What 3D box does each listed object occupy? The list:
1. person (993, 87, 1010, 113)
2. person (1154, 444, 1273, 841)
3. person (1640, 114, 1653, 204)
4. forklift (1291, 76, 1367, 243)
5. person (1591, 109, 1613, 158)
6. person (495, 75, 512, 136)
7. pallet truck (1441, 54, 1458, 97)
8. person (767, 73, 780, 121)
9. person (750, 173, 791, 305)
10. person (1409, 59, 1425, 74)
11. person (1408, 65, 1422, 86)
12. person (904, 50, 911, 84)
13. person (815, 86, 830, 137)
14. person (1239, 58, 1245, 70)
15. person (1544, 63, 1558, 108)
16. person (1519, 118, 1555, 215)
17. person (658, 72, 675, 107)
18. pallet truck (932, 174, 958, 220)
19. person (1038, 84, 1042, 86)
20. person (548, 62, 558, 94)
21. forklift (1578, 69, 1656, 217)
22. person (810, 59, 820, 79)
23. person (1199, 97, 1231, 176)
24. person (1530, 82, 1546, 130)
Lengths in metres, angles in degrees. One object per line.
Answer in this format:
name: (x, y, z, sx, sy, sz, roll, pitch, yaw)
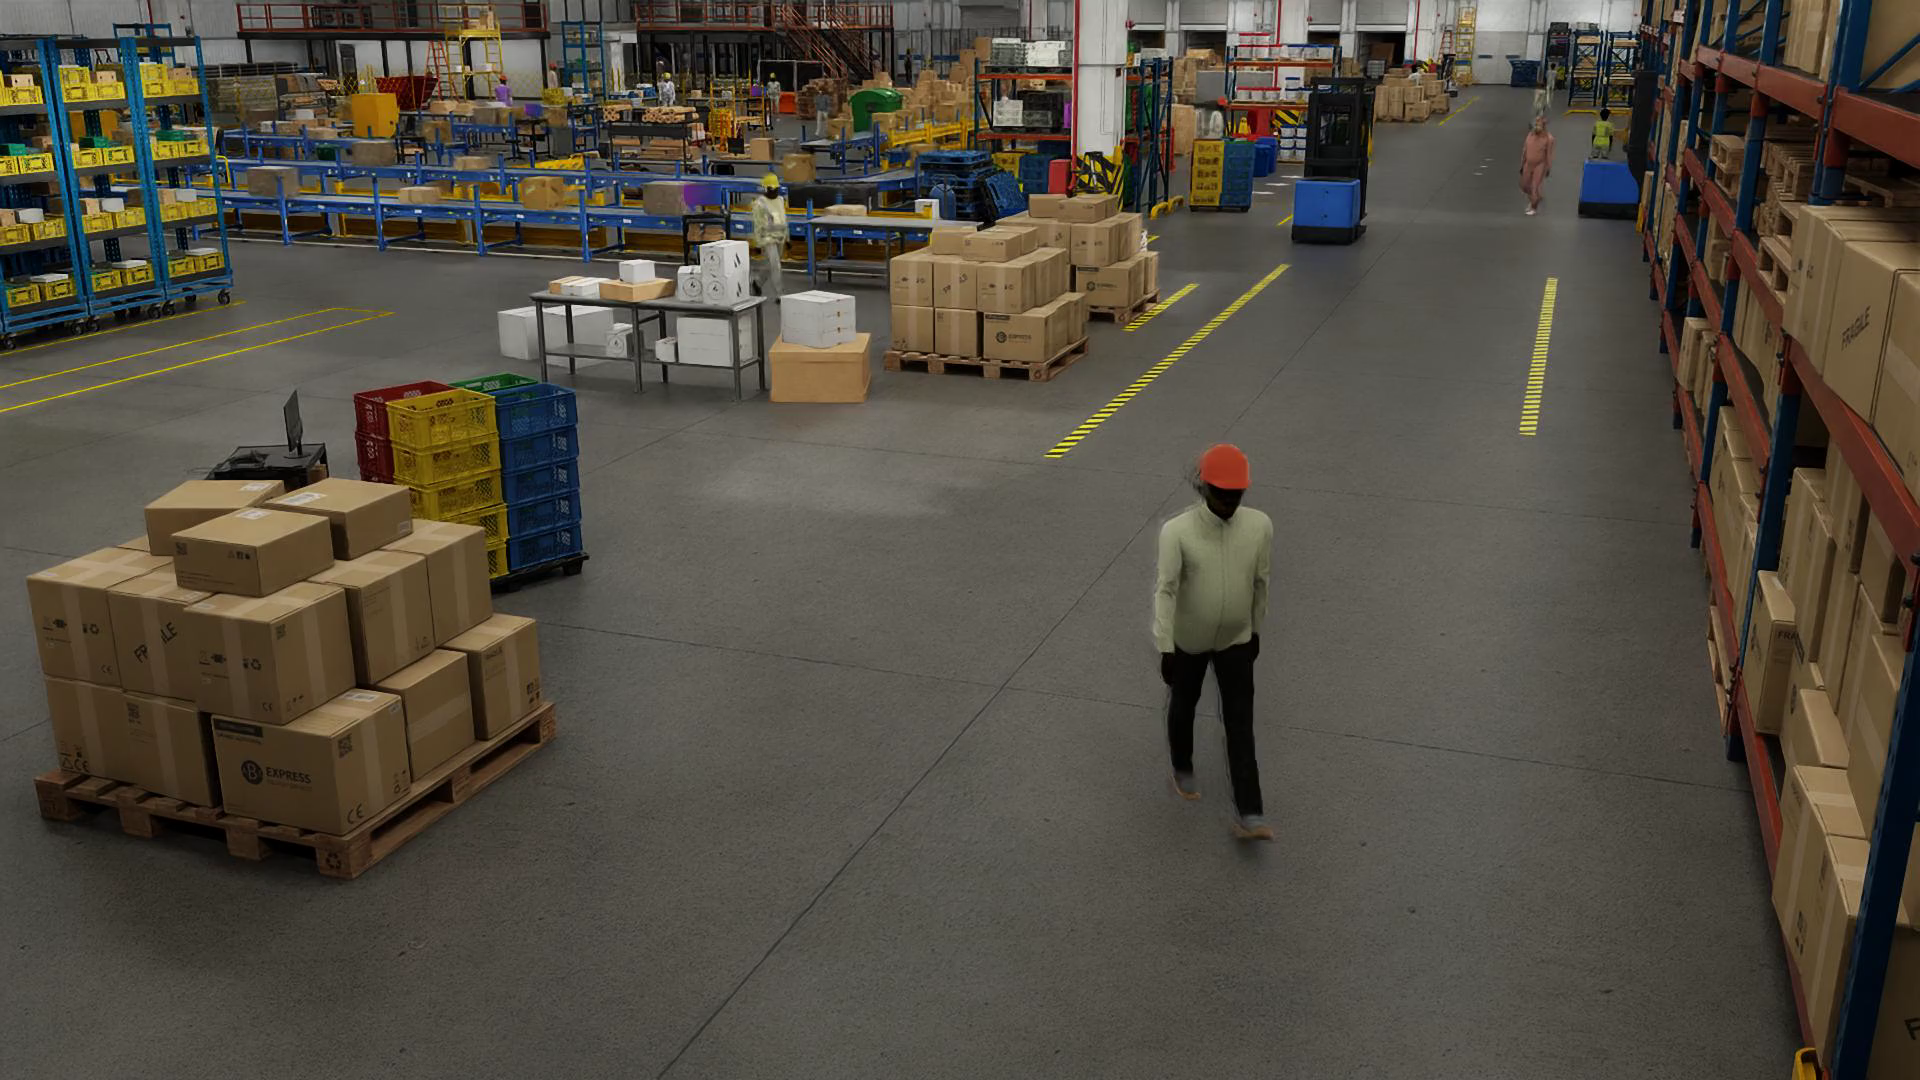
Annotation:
person: (1.264, -11.878, 47.125, 0.657, 1.861, 0.976, 9, 20, 26)
person: (1.257, 0.489, 8.139, 0.637, 1.934, 1.040, -3, 18, -11)
person: (14.259, -7.974, 34.867, 0.557, 1.863, 0.994, -3, 18, -10)
forklift: (6.598, -6.755, 29.381, 1.129, 2.768, 1.873, 6, 19, 19)
person: (15.278, -9.395, 39.595, 0.535, 1.699, 0.318, 17, 24, 42)
person: (-14.817, -14.144, 54.143, 0.542, 1.928, 0.374, 2, 18, 8)
pallet truck: (22.765, -21.886, 78.355, 0.823, 1.965, 1.885, -4, 18, -14)
person: (-6.857, -16.304, 61.241, 0.489, 1.740, 0.324, 0, 18, 0)
person: (-2.654, -4.180, 23.040, 0.793, 1.810, 0.595, 11, 21, 31)
person: (18.929, -18.919, 68.963, 0.713, 2.000, 0.702, 15, 23, 39)
person: (17.362, -17.213, 63.736, 0.604, 1.959, 0.379, -9, 20, -27)
person: (-2.868, -26.424, 92.885, 0.527, 1.830, 0.493, 0, 18, 1)
person: (-4.437, -13.799, 53.600, 0.517, 1.582, 0.877, 6, 19, 18)
person: (12.655, -20.808, 75.072, 0.374, 1.934, 0.548, 4, 18, 14)
person: (24.744, -19.044, 69.679, 0.523, 1.846, 0.751, 5, 18, 16)
person: (11.439, -7.423, 33.071, 0.427, 1.895, 0.667, -14, 22, -37)
person: (-10.446, -15.744, 59.348, 0.594, 1.826, 0.404, -8, 20, -25)
pallet truck: (-0.507, -5.292, 27.348, 0.653, 1.274, 1.630, 6, 19, 19)
person: (3.538, -21.309, 76.749, 0.491, 1.872, 0.605, -6, 19, -17)
person: (-15.928, -17.693, 65.195, 0.392, 1.990, 0.611, -12, 21, -34)
forklift: (13.219, -7.740, 32.475, 1.873, 2.768, 1.129, 6, 19, 18)
person: (-6.410, -20.181, 73.151, 0.688, 1.912, 0.550, 15, 23, 40)
person: (6.136, -9.464, 39.353, 1.059, 1.970, 0.602, -3, 18, -10)
person: (19.628, -14.700, 56.372, 0.365, 1.626, 0.552, -7, 19, -22)
